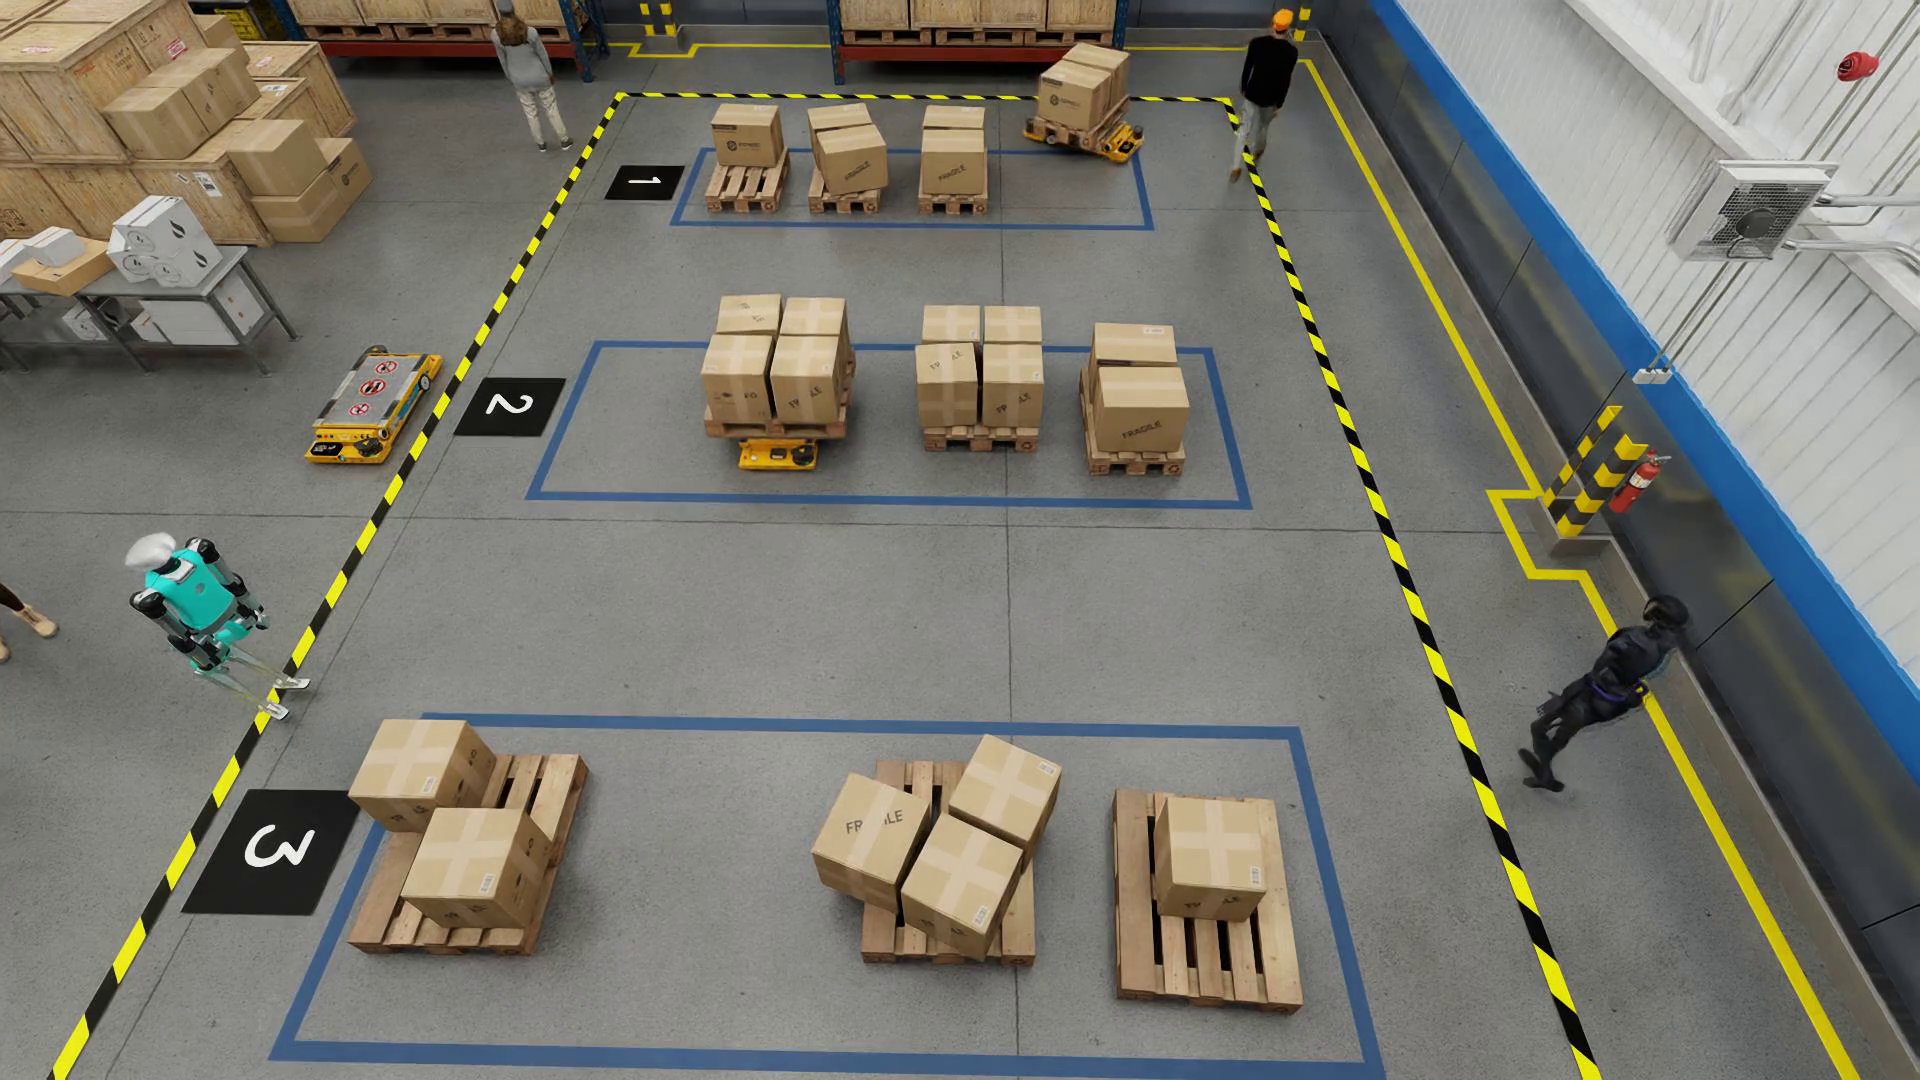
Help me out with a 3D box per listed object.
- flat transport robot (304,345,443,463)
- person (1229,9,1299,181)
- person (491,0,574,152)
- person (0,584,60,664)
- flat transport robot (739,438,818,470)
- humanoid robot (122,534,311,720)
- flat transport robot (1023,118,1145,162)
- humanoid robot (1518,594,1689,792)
[{"bbox_3d":[-5.383,-1.269,8.441,0.659,0.231,1.431,1,50,1],"label":"flat transport robot"},{"bbox_3d":[3.558,-5.247,10.781,0.599,1.830,0.977,22,53,18],"label":"person"},{"bbox_3d":[-5.221,-5.622,11.140,0.571,1.768,0.399,-7,50,-6],"label":"person"},{"bbox_3d":[-7.023,0.129,6.104,0.401,2.036,0.600,37,59,27],"label":"person"},{"bbox_3d":[-1.583,-1.210,8.373,0.652,0.197,1.431,1,50,1],"label":"flat transport robot"},{"bbox_3d":[-4.849,0.547,5.856,0.735,1.675,0.533,9,50,8],"label":"humanoid robot"},{"bbox_3d":[1.596,-5.265,11.804,1.431,0.197,0.652,22,53,18],"label":"flat transport robot"},{"bbox_3d":[3.937,0.998,5.607,0.630,1.623,0.515,-12,51,-10],"label":"humanoid robot"}]
